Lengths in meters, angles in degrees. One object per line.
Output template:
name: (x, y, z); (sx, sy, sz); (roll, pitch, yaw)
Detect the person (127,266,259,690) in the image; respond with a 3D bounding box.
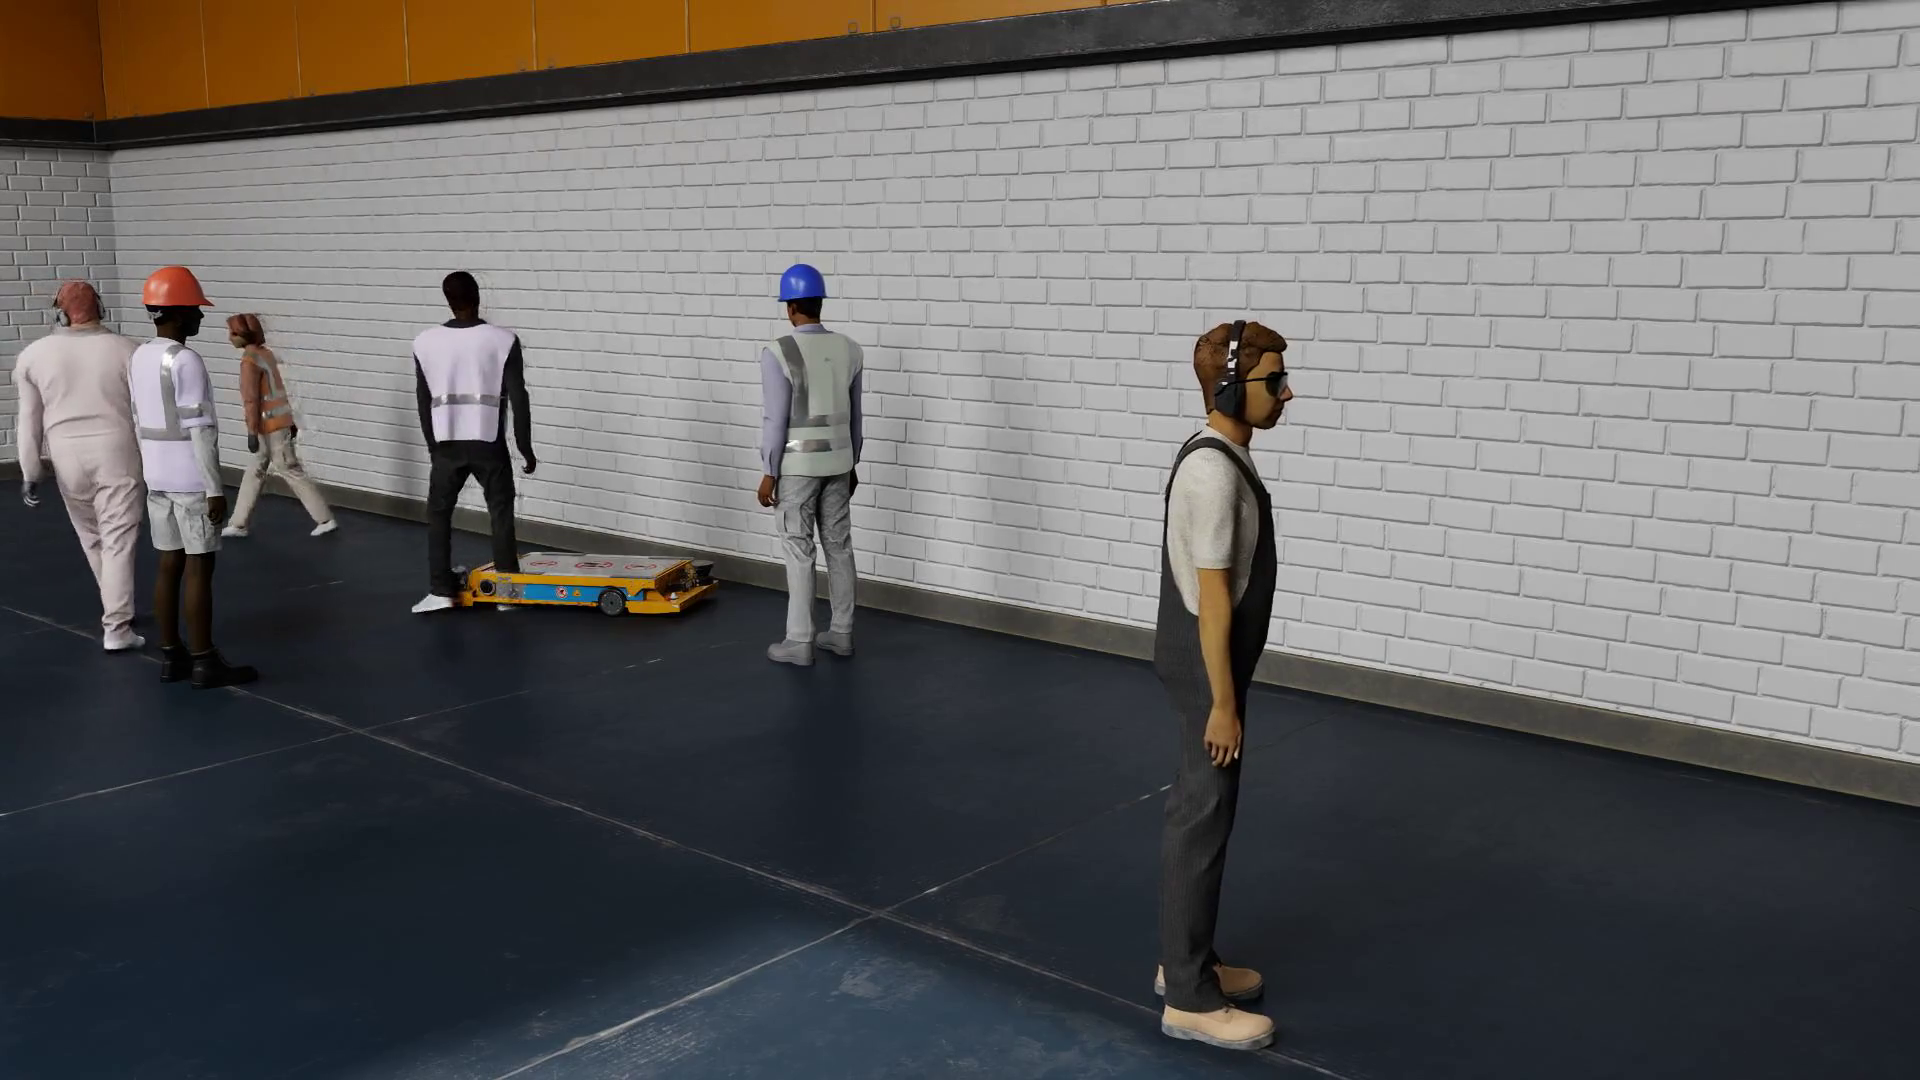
person: (-3.558, -0.278, 7.660); (0.545, 1.938, 0.356); (7, 12, 35)

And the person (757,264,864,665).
person: (-0.734, -0.365, 8.128); (0.396, 1.944, 0.618); (10, 14, 44)

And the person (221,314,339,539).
person: (-4.775, -0.780, 11.538); (0.845, 1.577, 0.550); (-2, 10, -14)

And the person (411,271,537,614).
person: (-2.723, -0.525, 9.193); (0.771, 1.893, 0.454); (-1, 10, -4)

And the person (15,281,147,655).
person: (-4.375, -0.389, 8.537); (0.692, 1.840, 0.999); (-2, 10, -11)

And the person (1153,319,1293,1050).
person: (0.667, 0.361, 4.281); (0.339, 1.845, 0.507); (1, 10, 8)

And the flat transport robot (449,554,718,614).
flat transport robot: (-2.166, 0.234, 9.484); (1.431, 0.197, 0.652); (2, 10, 11)
